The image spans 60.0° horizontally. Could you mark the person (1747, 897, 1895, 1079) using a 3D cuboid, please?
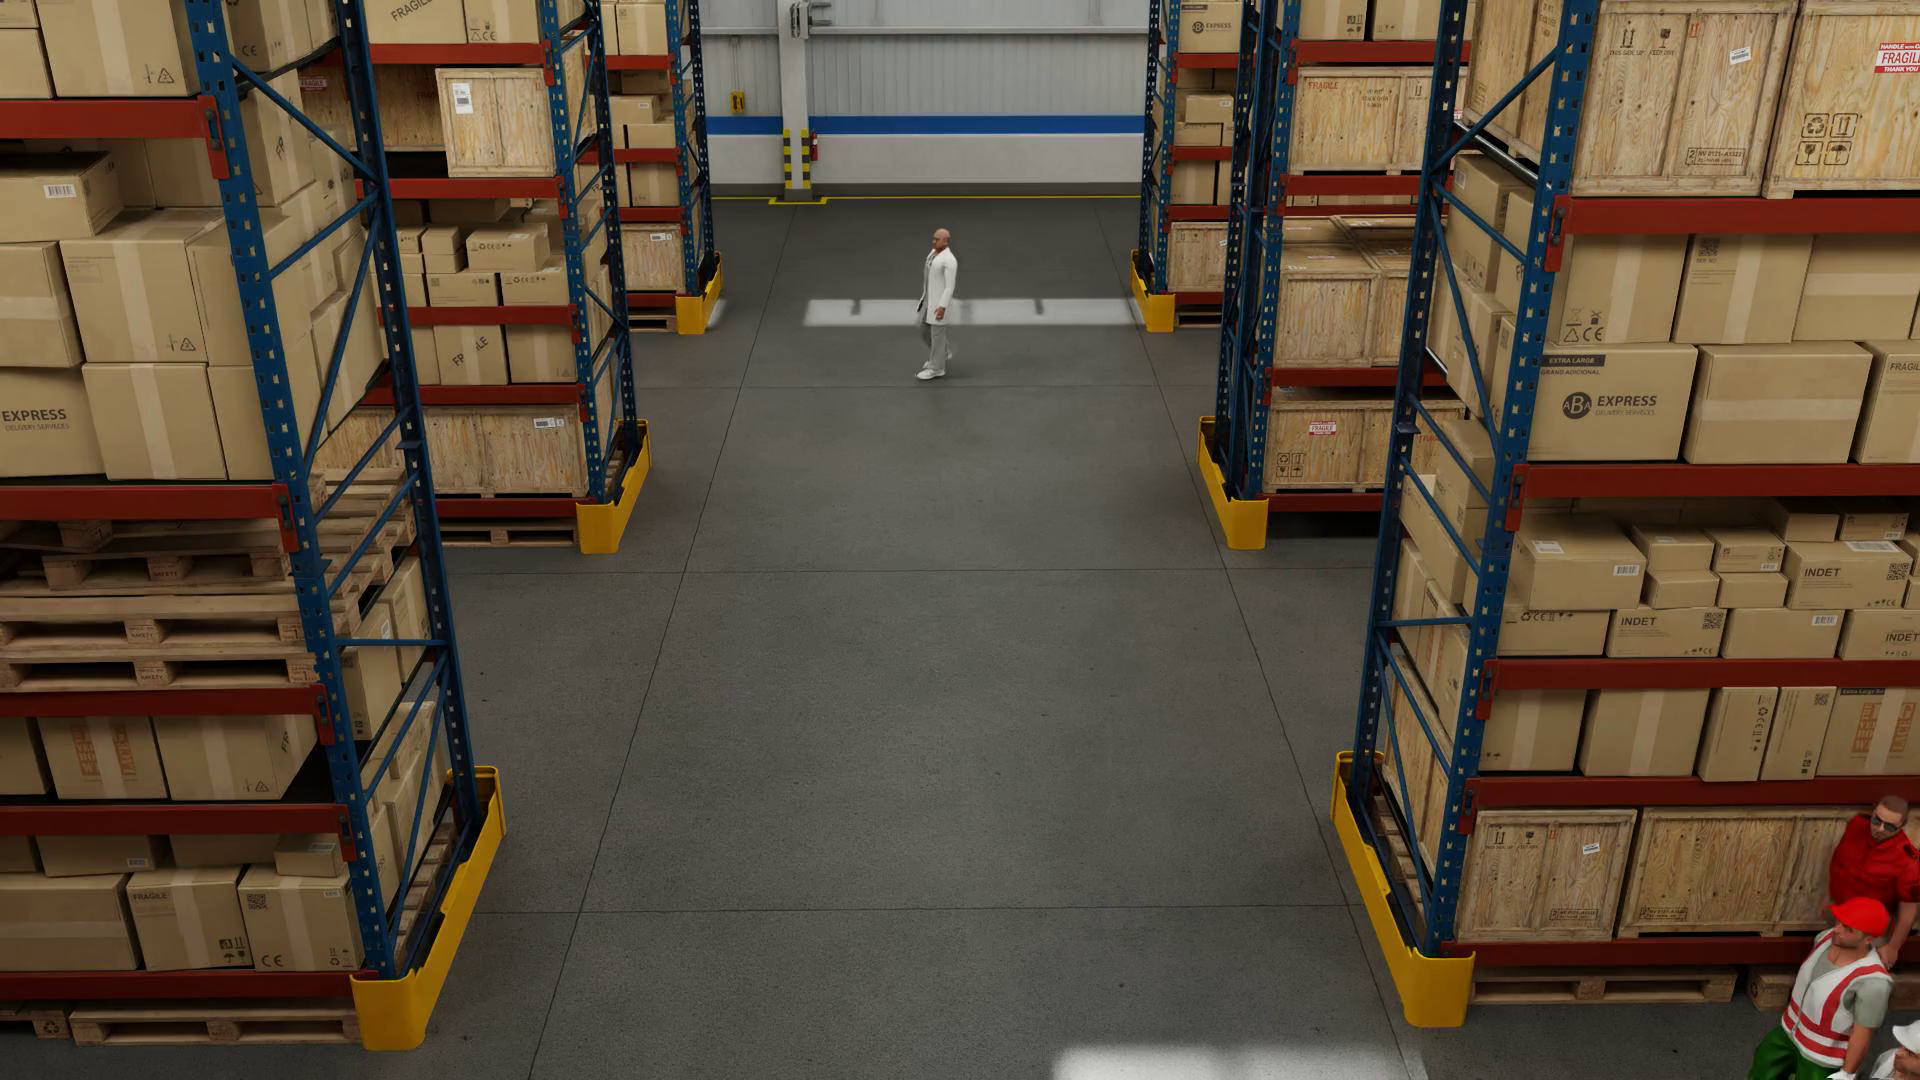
[{"bbox_3d":[4.315,2.545,8.375,0.529,1.795,0.552,-2,25,-5],"label":"person"}]

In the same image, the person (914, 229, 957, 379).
[{"bbox_3d":[-0.301,-2.834,19.879,0.569,1.784,0.606,-11,27,-23],"label":"person"}]

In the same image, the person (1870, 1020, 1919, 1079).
[{"bbox_3d":[4.110,2.894,7.639,0.730,1.777,0.570,2,25,4],"label":"person"}]

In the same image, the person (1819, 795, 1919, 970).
[{"bbox_3d":[5.074,2.144,9.339,0.566,1.724,0.549,-4,25,-8],"label":"person"}]
